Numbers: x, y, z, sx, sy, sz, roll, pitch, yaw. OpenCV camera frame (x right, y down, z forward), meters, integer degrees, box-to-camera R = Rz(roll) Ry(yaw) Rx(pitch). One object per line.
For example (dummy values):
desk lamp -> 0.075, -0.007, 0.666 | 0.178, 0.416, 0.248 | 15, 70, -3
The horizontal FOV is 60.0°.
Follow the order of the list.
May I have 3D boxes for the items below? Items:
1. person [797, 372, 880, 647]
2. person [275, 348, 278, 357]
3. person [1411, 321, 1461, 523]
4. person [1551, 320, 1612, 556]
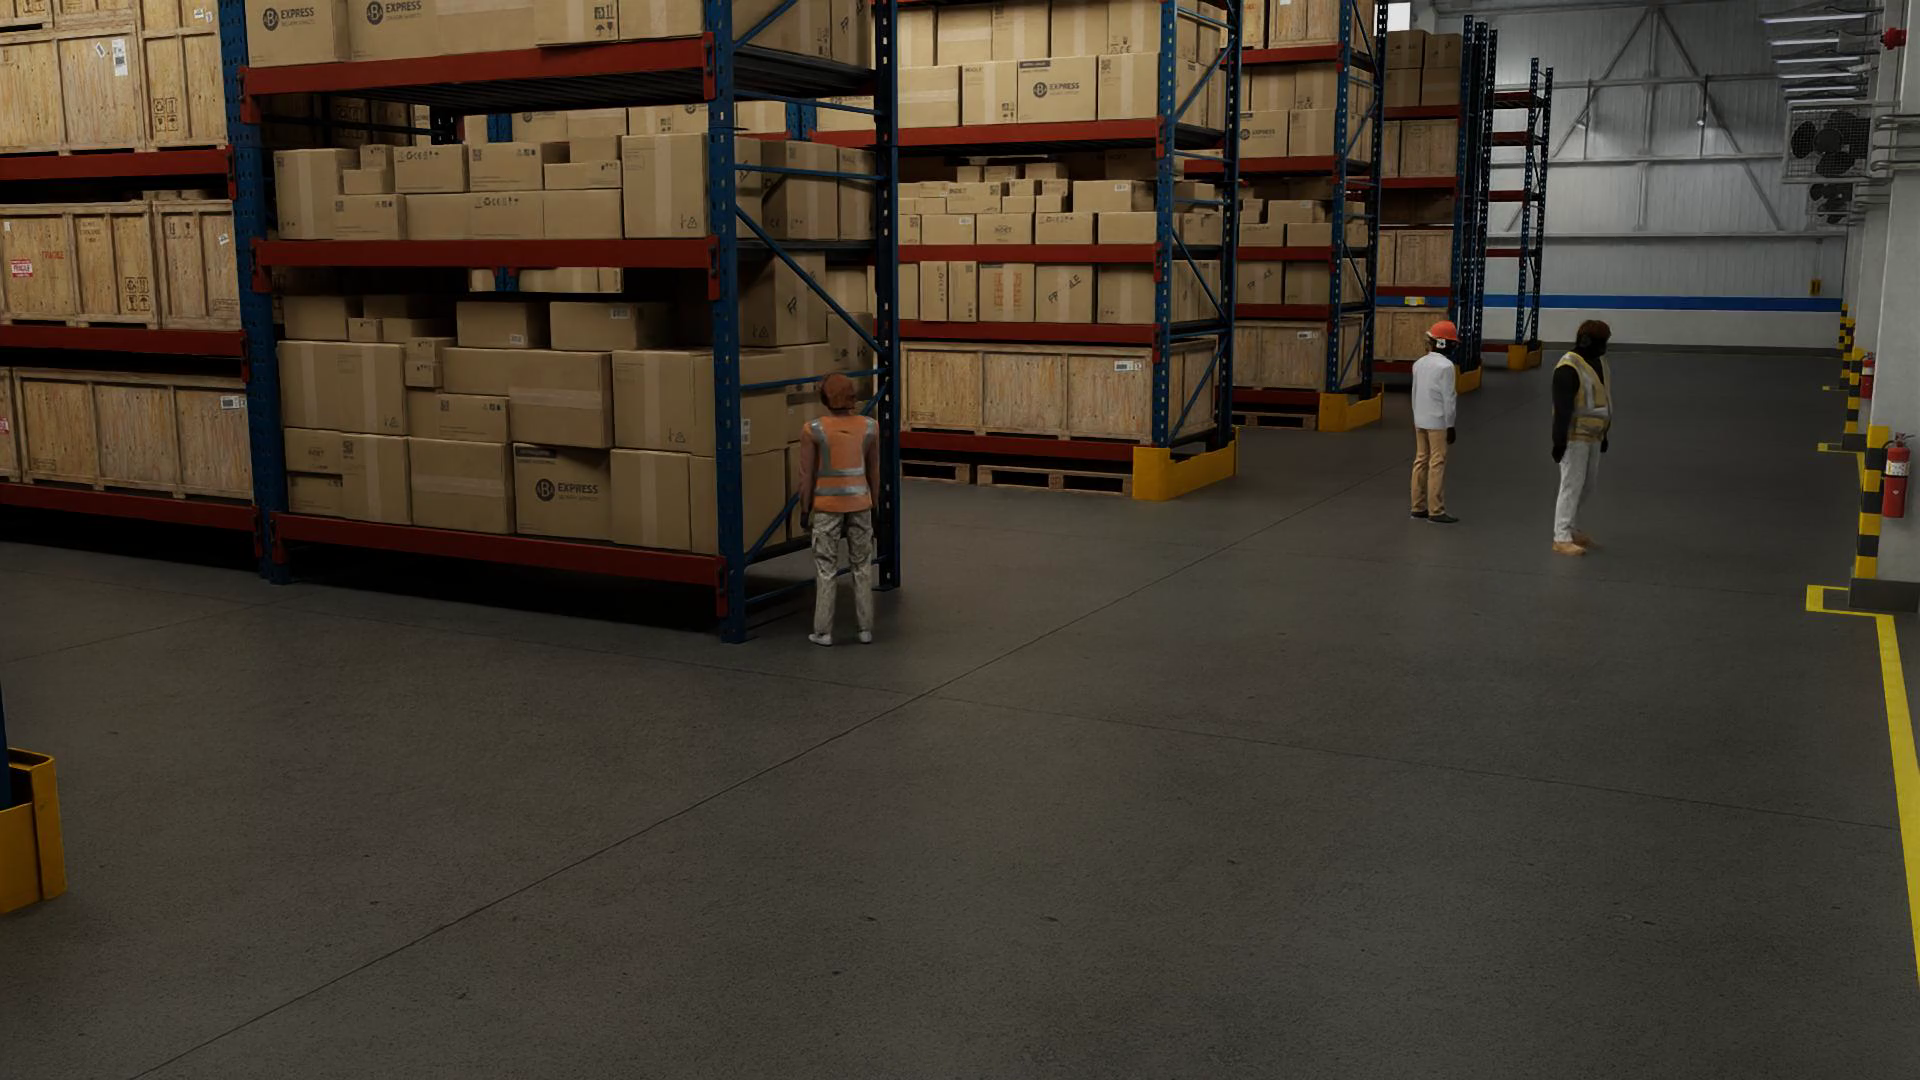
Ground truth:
person -> -0.711, -0.174, 9.870 | 0.521, 1.633, 0.316 | -4, 11, -22
person -> -8.007, -1.982, 19.458 | 0.376, 1.934, 0.546 | -3, 10, -14
person -> 4.147, -1.023, 14.450 | 0.338, 1.743, 0.560 | -3, 10, -17
person -> 4.812, -0.807, 13.002 | 0.531, 1.822, 0.784 | 9, 14, 43
